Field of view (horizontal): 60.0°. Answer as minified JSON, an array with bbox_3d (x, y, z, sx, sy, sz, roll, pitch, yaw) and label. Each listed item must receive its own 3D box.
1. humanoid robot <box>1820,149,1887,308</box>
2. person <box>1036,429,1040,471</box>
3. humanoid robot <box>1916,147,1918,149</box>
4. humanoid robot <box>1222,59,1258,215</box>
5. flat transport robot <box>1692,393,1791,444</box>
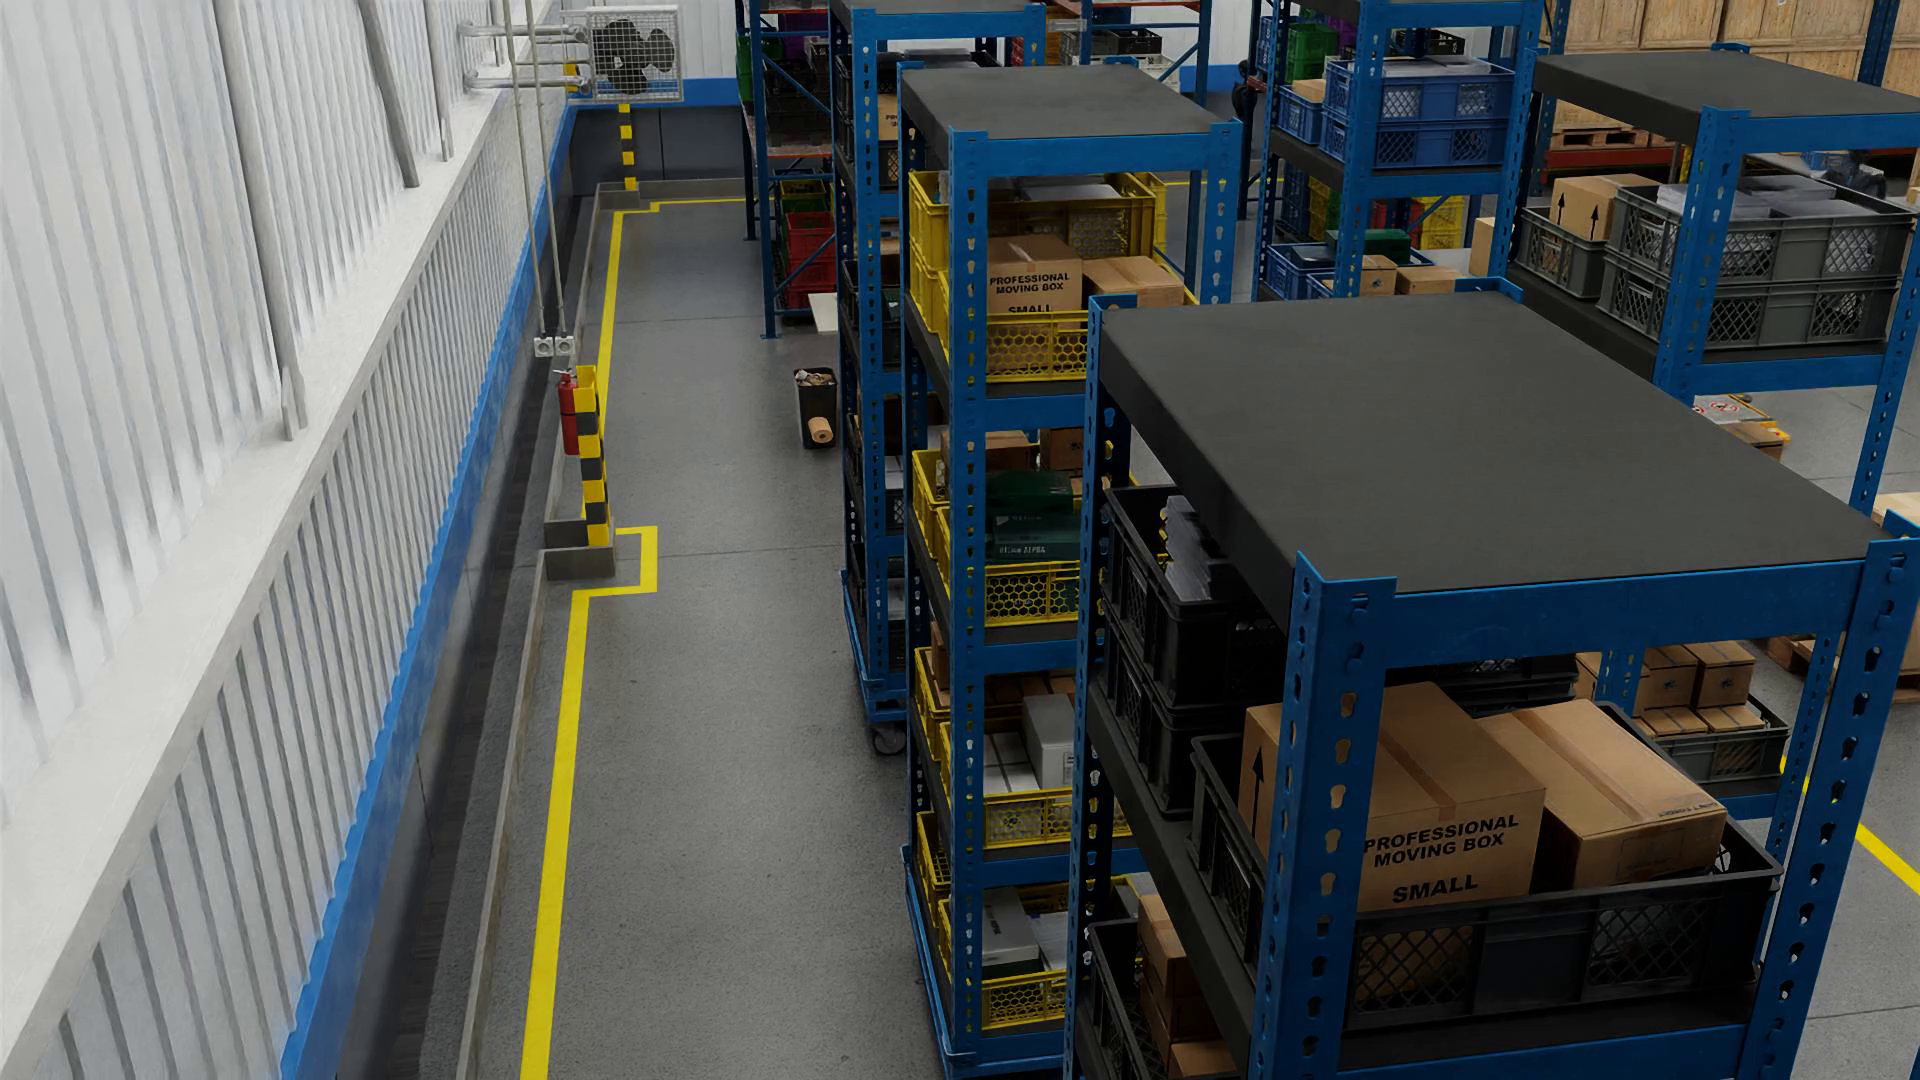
[{"bbox_3d":[7.641,-2.636,14.339,0.601,1.645,0.439,21,32,38],"label":"humanoid robot"},{"bbox_3d":[0.629,-0.771,10.058,0.354,1.876,0.573,-11,27,-23],"label":"person"},{"bbox_3d":[10.849,-4.407,18.206,0.609,1.619,0.457,19,31,35],"label":"humanoid robot"},{"bbox_3d":[3.076,-4.397,18.156,0.320,1.657,0.611,2,25,5],"label":"humanoid robot"},{"bbox_3d":[5.224,-0.859,12.132,1.431,0.197,0.652,-4,25,-8],"label":"flat transport robot"}]
